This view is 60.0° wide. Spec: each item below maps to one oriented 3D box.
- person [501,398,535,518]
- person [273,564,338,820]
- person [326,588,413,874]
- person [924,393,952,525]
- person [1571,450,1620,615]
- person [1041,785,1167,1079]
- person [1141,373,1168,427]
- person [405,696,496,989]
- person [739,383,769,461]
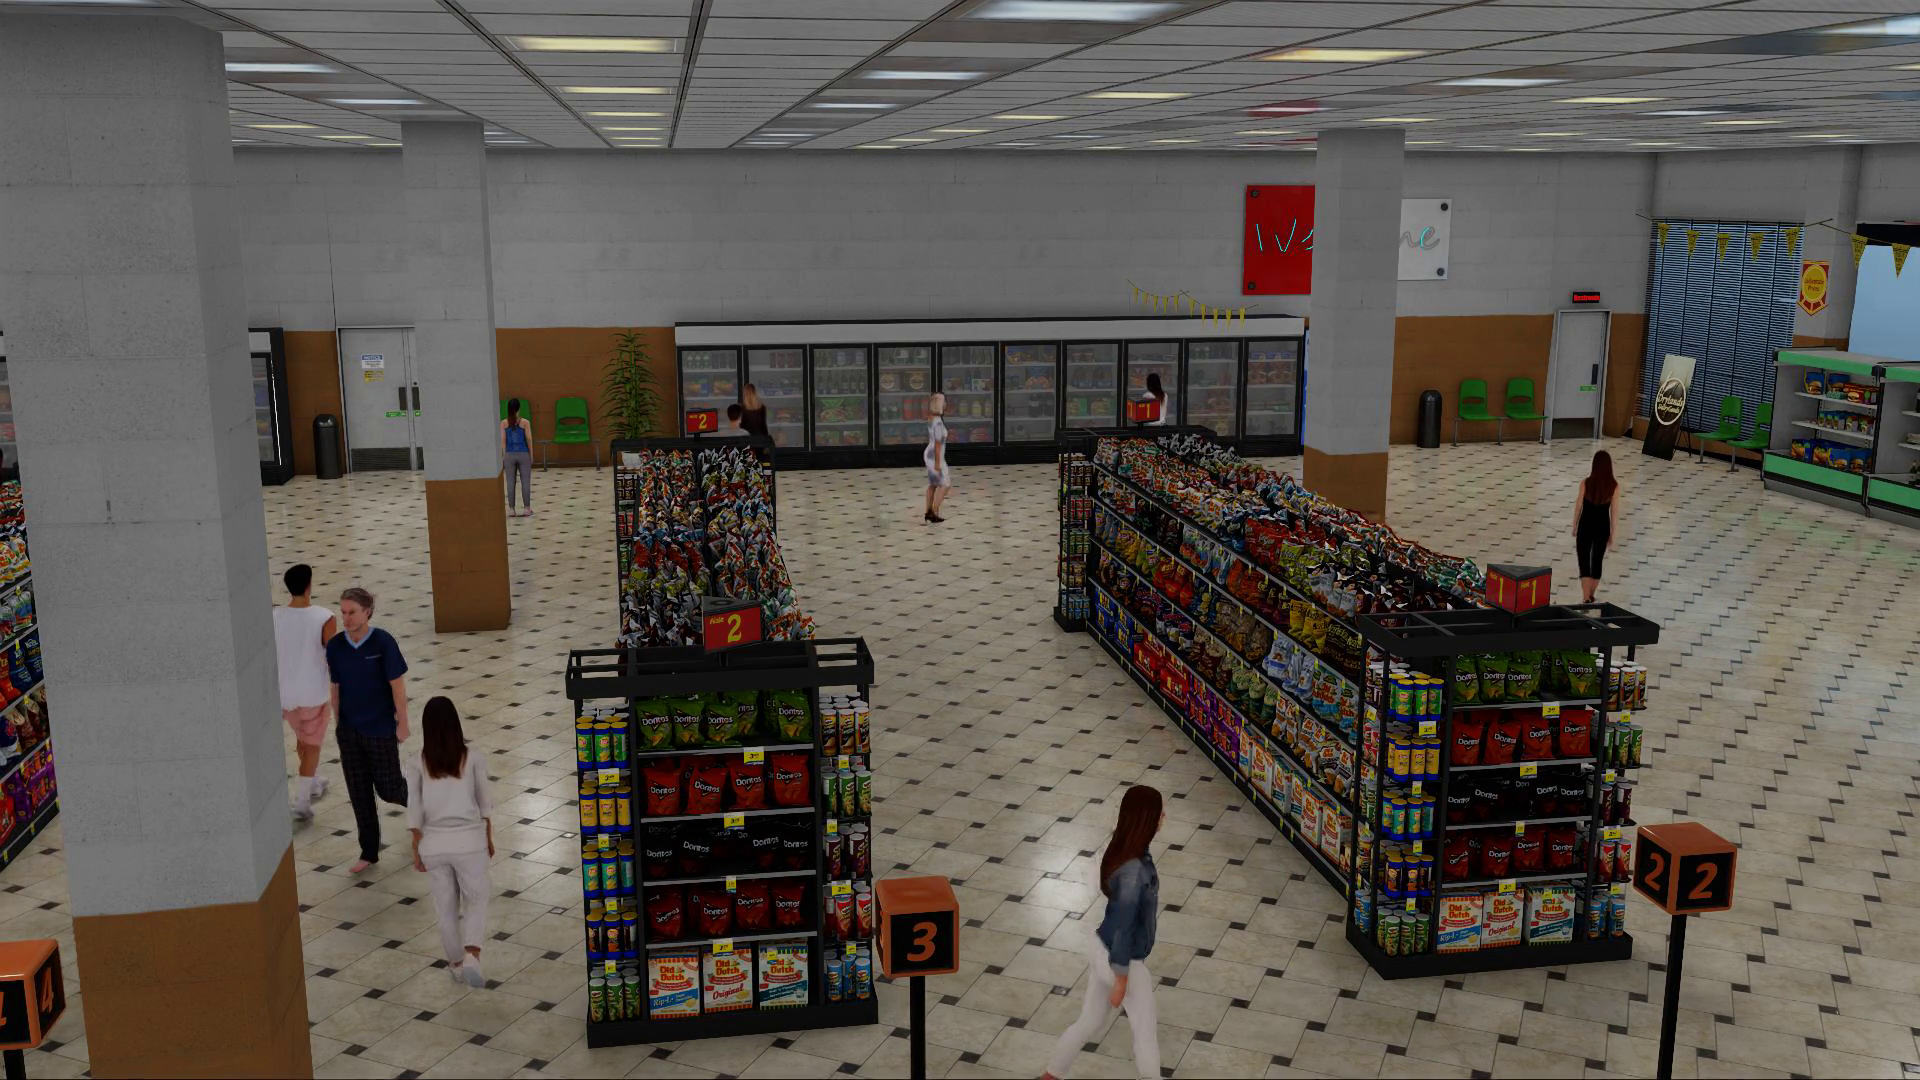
[{"bbox_3d":[-6.020,-1.127,22.608,0.569,1.610,0.541,-1,12,-7],"label":"person"},{"bbox_3d":[-4.643,1.098,11.691,0.750,1.754,1.157,0,12,0],"label":"person"},{"bbox_3d":[-3.847,1.213,10.914,0.864,1.850,1.075,2,12,8],"label":"person"},{"bbox_3d":[-0.406,-1.062,21.985,0.660,1.739,0.536,-5,13,-21],"label":"person"},{"bbox_3d":[6.590,-0.054,17.308,0.836,1.694,1.193,2,12,10],"label":"person"},{"bbox_3d":[0.652,1.977,7.738,0.701,1.662,0.988,0,12,0],"label":"person"},{"bbox_3d":[2.971,-1.655,25.056,0.954,1.634,1.189,-8,14,-32],"label":"person"},{"bbox_3d":[-2.761,1.683,9.095,0.656,1.680,0.872,-3,12,-16],"label":"person"},{"bbox_3d":[-2.939,-1.327,23.448,0.686,1.655,1.092,-3,12,-14],"label":"person"}]
